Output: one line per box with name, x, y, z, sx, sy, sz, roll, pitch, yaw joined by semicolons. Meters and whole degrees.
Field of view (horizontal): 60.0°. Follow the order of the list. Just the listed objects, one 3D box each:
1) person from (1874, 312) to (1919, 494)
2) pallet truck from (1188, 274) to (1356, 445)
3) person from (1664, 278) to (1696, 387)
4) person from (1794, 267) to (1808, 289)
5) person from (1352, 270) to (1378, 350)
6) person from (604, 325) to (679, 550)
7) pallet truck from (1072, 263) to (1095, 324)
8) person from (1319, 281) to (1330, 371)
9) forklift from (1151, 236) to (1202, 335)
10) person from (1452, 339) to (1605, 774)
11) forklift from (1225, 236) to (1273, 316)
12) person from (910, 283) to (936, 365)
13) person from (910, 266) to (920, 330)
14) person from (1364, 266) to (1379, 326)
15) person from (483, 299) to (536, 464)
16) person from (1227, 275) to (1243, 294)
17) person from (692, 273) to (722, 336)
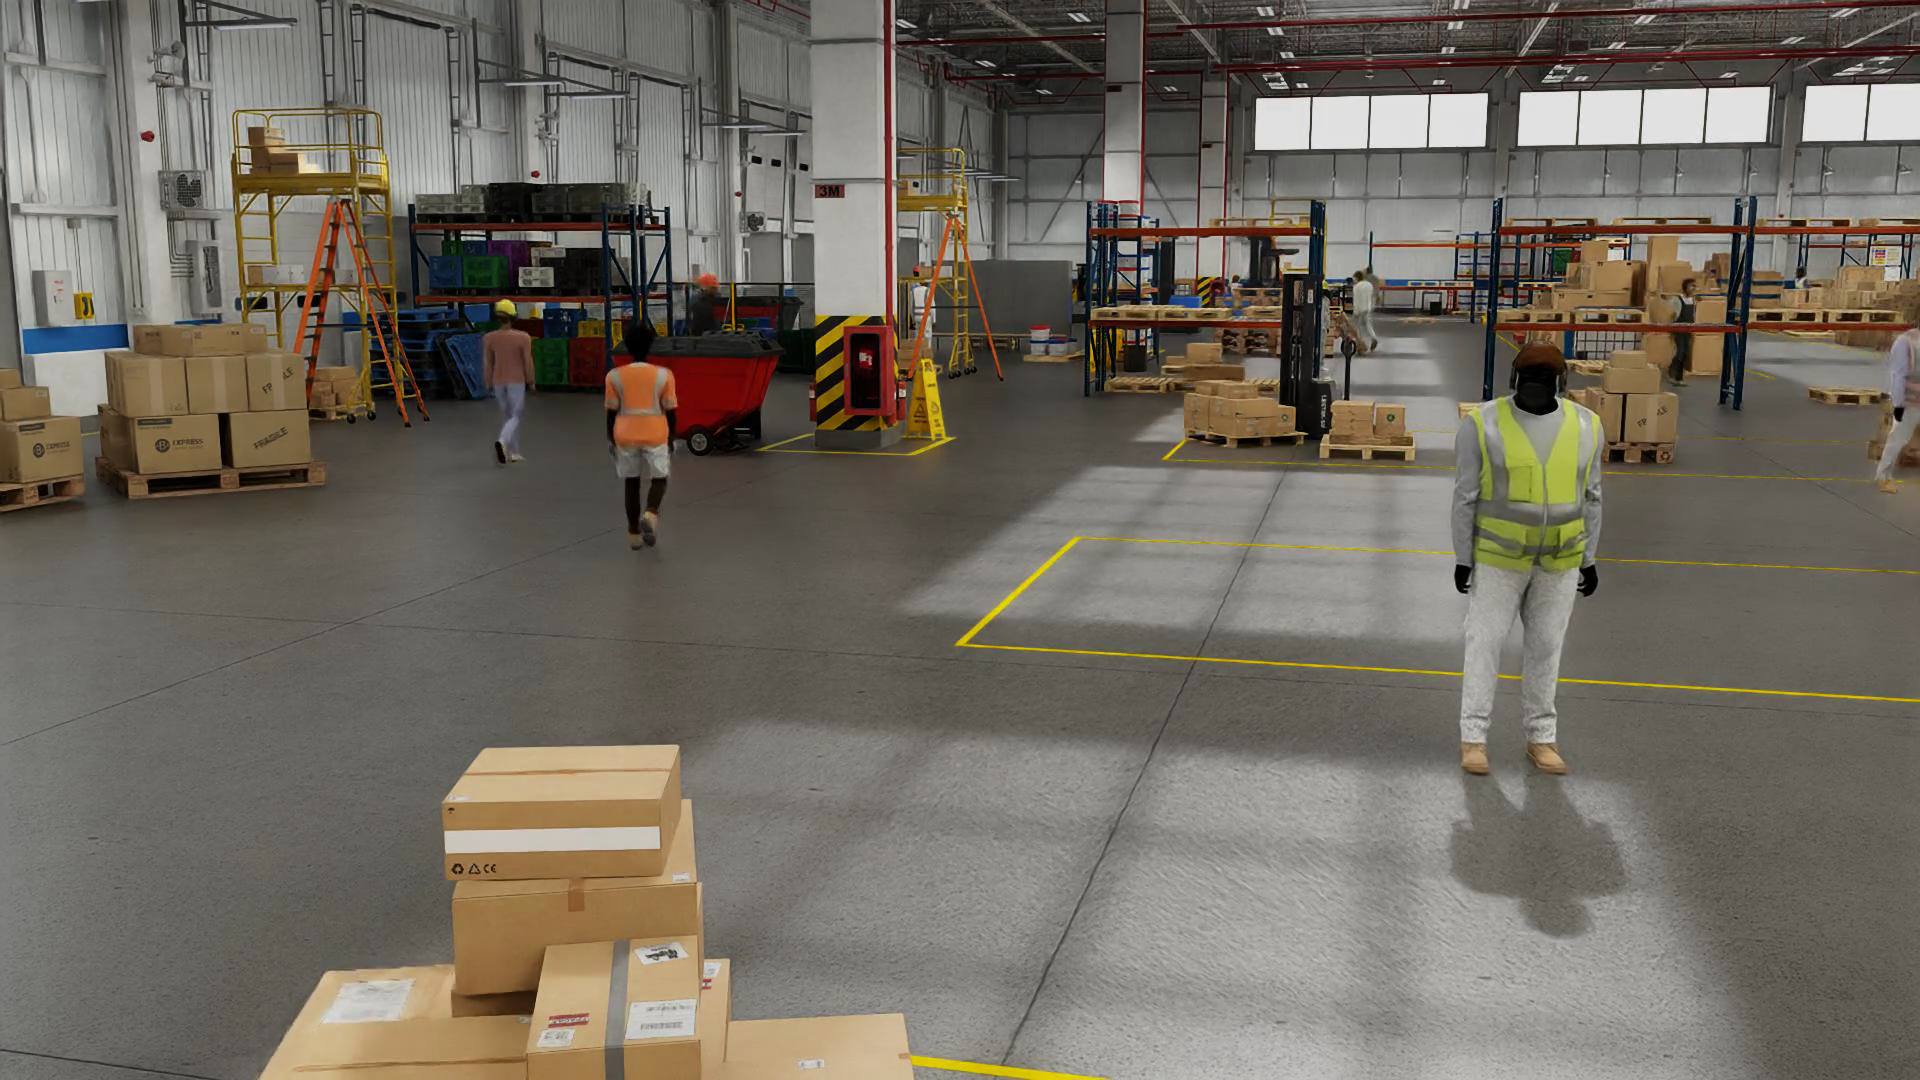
person;8.673;-1.256;15.032;0.631;1.802;0.979;-1;10;-4
pallet truck;3.653;-2.138;19.590;1.885;1.965;0.823;-4;10;-20
person;12.200;-3.493;28.044;0.537;1.830;0.401;-4;11;-24
person;26.388;-7.608;52.184;0.946;1.881;0.595;-1;10;-7
person;9.377;-5.316;38.613;0.635;1.896;0.818;-5;11;-27
person;-2.353;-0.736;12.248;0.562;1.680;0.491;0;10;-2
pallet truck;4.325;-8.180;55.162;0.823;1.965;1.885;6;11;31
person;6.903;-4.093;31.879;0.484;1.737;0.323;-5;11;-26
forklift;5.866;-7.214;46.878;1.873;2.768;1.129;2;10;14
person;2.387;0.079;7.001;0.626;1.840;0.430;0;10;2
forklift;9.027;-7.765;50.121;1.873;2.768;1.129;7;12;37
person;-0.714;-4.342;32.902;0.572;1.884;0.356;7;12;34
person;-1.322;-7.314;50.282;0.387;1.929;0.548;3;10;18
person;13.007;-7.772;52.996;0.636;1.921;0.715;6;12;33
person;-4.765;-1.656;17.488;0.531;1.748;0.722;2;10;12
person;8.615;-7.474;52.059;0.525;1.639;0.307;6;11;30
person;-3.394;-2.476;21.652;0.747;1.979;0.629;0;10;0
